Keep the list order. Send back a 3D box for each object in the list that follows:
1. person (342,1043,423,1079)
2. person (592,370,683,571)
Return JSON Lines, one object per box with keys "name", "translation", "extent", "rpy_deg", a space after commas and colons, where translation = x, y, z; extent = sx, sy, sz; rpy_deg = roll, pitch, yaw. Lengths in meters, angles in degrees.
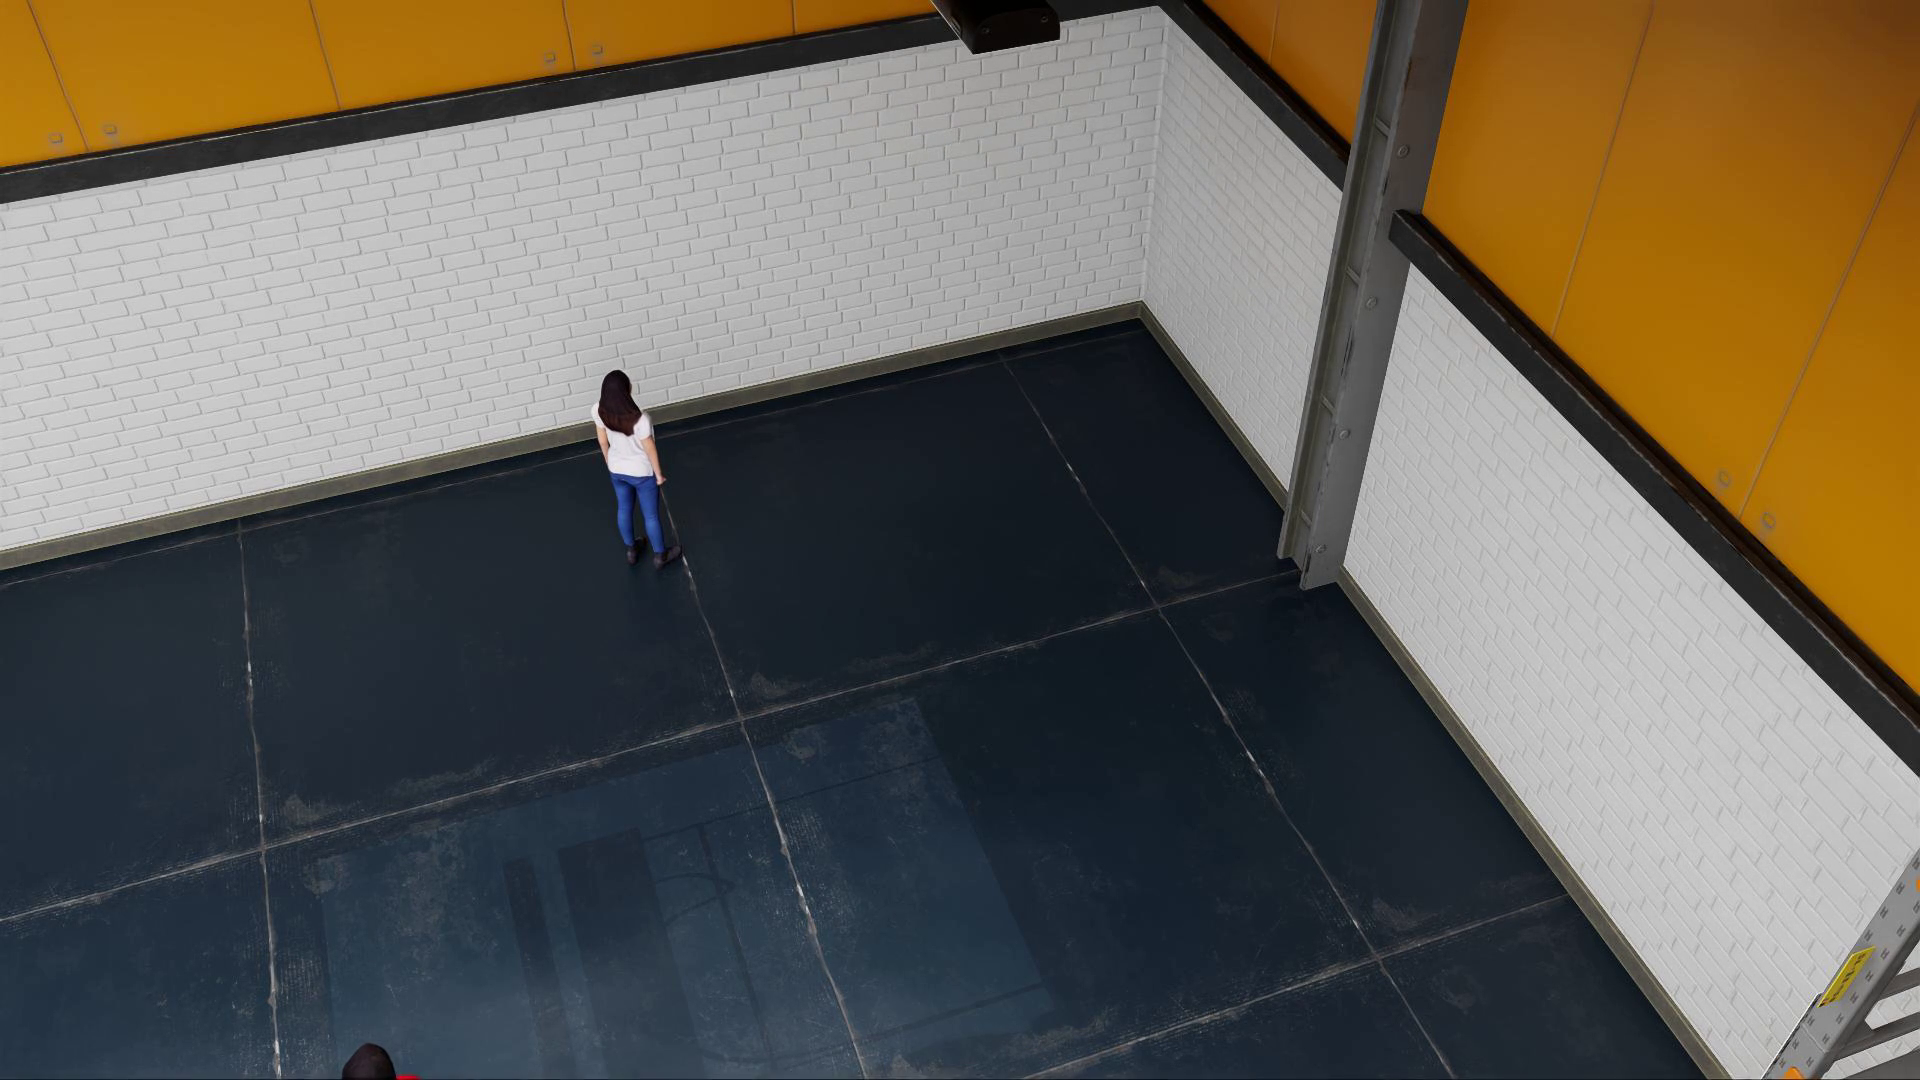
{"name": "person", "translation": [-2.592, 2.879, 7.835], "extent": [0.582, 1.744, 0.511], "rpy_deg": [-11, 45, -11]}
{"name": "person", "translation": [-2.240, -0.465, 11.387], "extent": [0.671, 1.685, 0.719], "rpy_deg": [16, 46, 16]}
